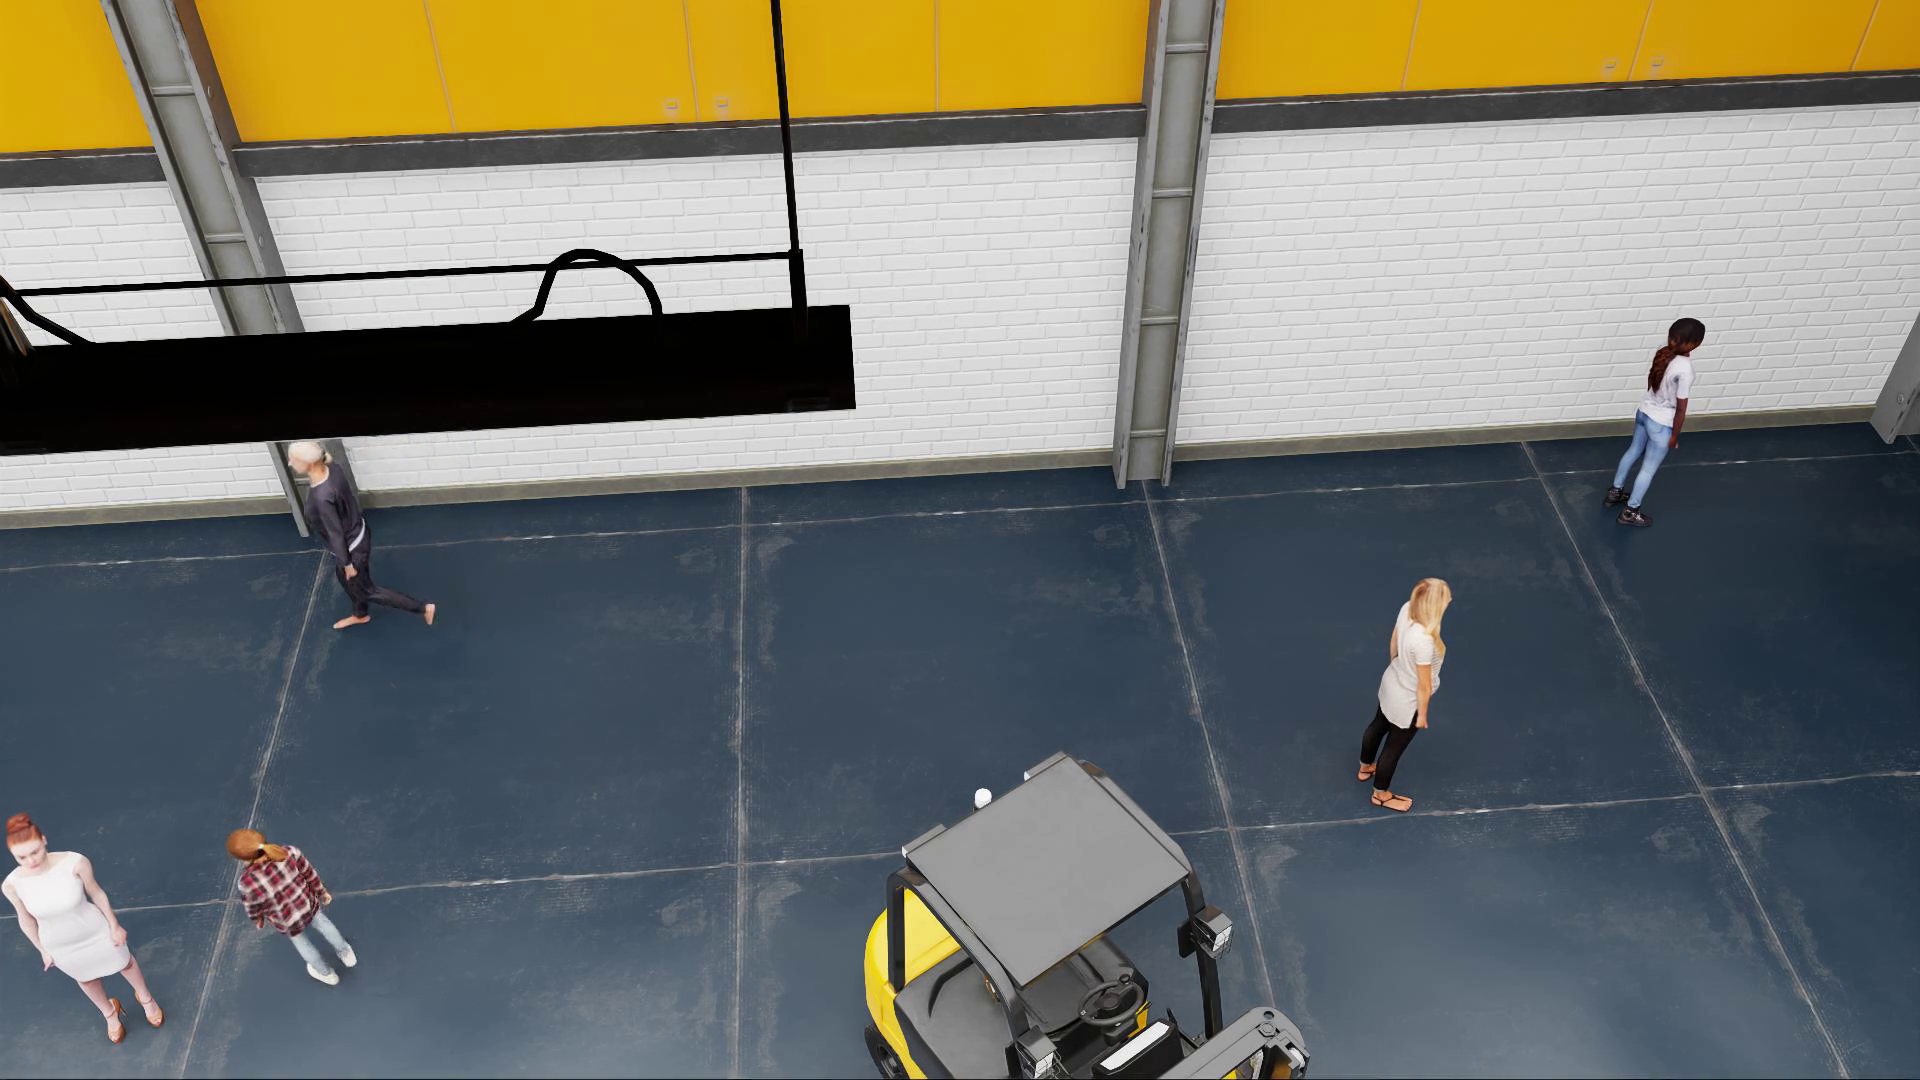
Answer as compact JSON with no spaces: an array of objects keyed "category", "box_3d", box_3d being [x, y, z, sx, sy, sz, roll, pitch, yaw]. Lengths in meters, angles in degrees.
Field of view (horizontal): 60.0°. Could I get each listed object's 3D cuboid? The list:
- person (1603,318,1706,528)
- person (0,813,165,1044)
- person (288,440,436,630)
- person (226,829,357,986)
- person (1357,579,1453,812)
[{"category":"person","box_3d":[4.908,-0.845,11.705,0.549,1.719,0.599,-7,44,-7]},{"category":"person","box_3d":[-4.560,2.038,8.631,0.545,1.784,0.689,-18,47,-18]},{"category":"person","box_3d":[-3.901,-0.007,10.840,0.982,1.699,0.713,-5,44,-5]},{"category":"person","box_3d":[-3.592,2.005,9.030,0.631,1.282,0.694,-26,50,-25]},{"category":"person","box_3d":[2.611,0.895,9.801,0.545,1.827,0.611,-7,44,-7]}]
